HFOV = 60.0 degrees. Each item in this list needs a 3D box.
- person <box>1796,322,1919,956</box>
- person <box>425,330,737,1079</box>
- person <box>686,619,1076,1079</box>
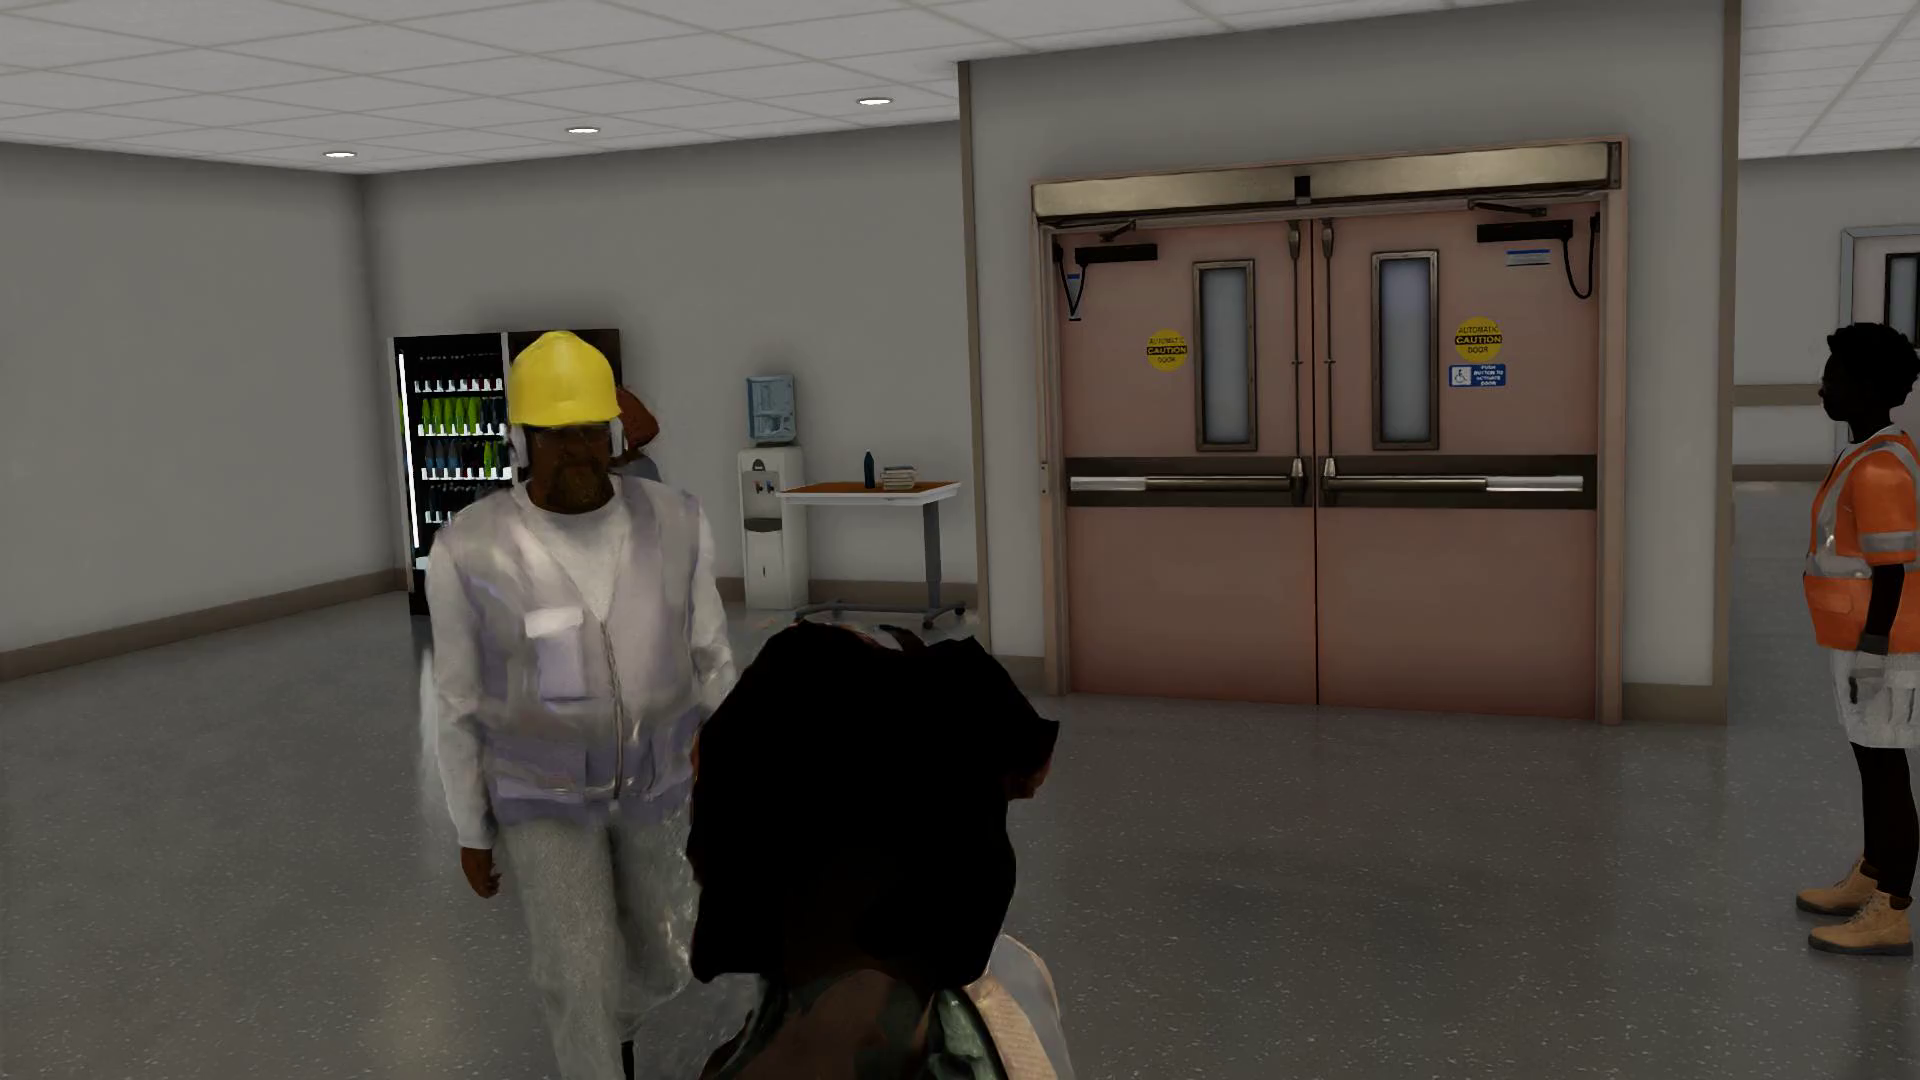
[{"bbox_3d":[2.452,0.265,4.490,0.322,1.697,0.535,1,8,25],"label":"person"},{"bbox_3d":[-0.767,0.479,3.409,0.606,1.811,0.706,-6,8,-28],"label":"person"},{"bbox_3d":[-0.027,0.842,1.107,0.698,1.613,0.524,1,8,23],"label":"person"}]
